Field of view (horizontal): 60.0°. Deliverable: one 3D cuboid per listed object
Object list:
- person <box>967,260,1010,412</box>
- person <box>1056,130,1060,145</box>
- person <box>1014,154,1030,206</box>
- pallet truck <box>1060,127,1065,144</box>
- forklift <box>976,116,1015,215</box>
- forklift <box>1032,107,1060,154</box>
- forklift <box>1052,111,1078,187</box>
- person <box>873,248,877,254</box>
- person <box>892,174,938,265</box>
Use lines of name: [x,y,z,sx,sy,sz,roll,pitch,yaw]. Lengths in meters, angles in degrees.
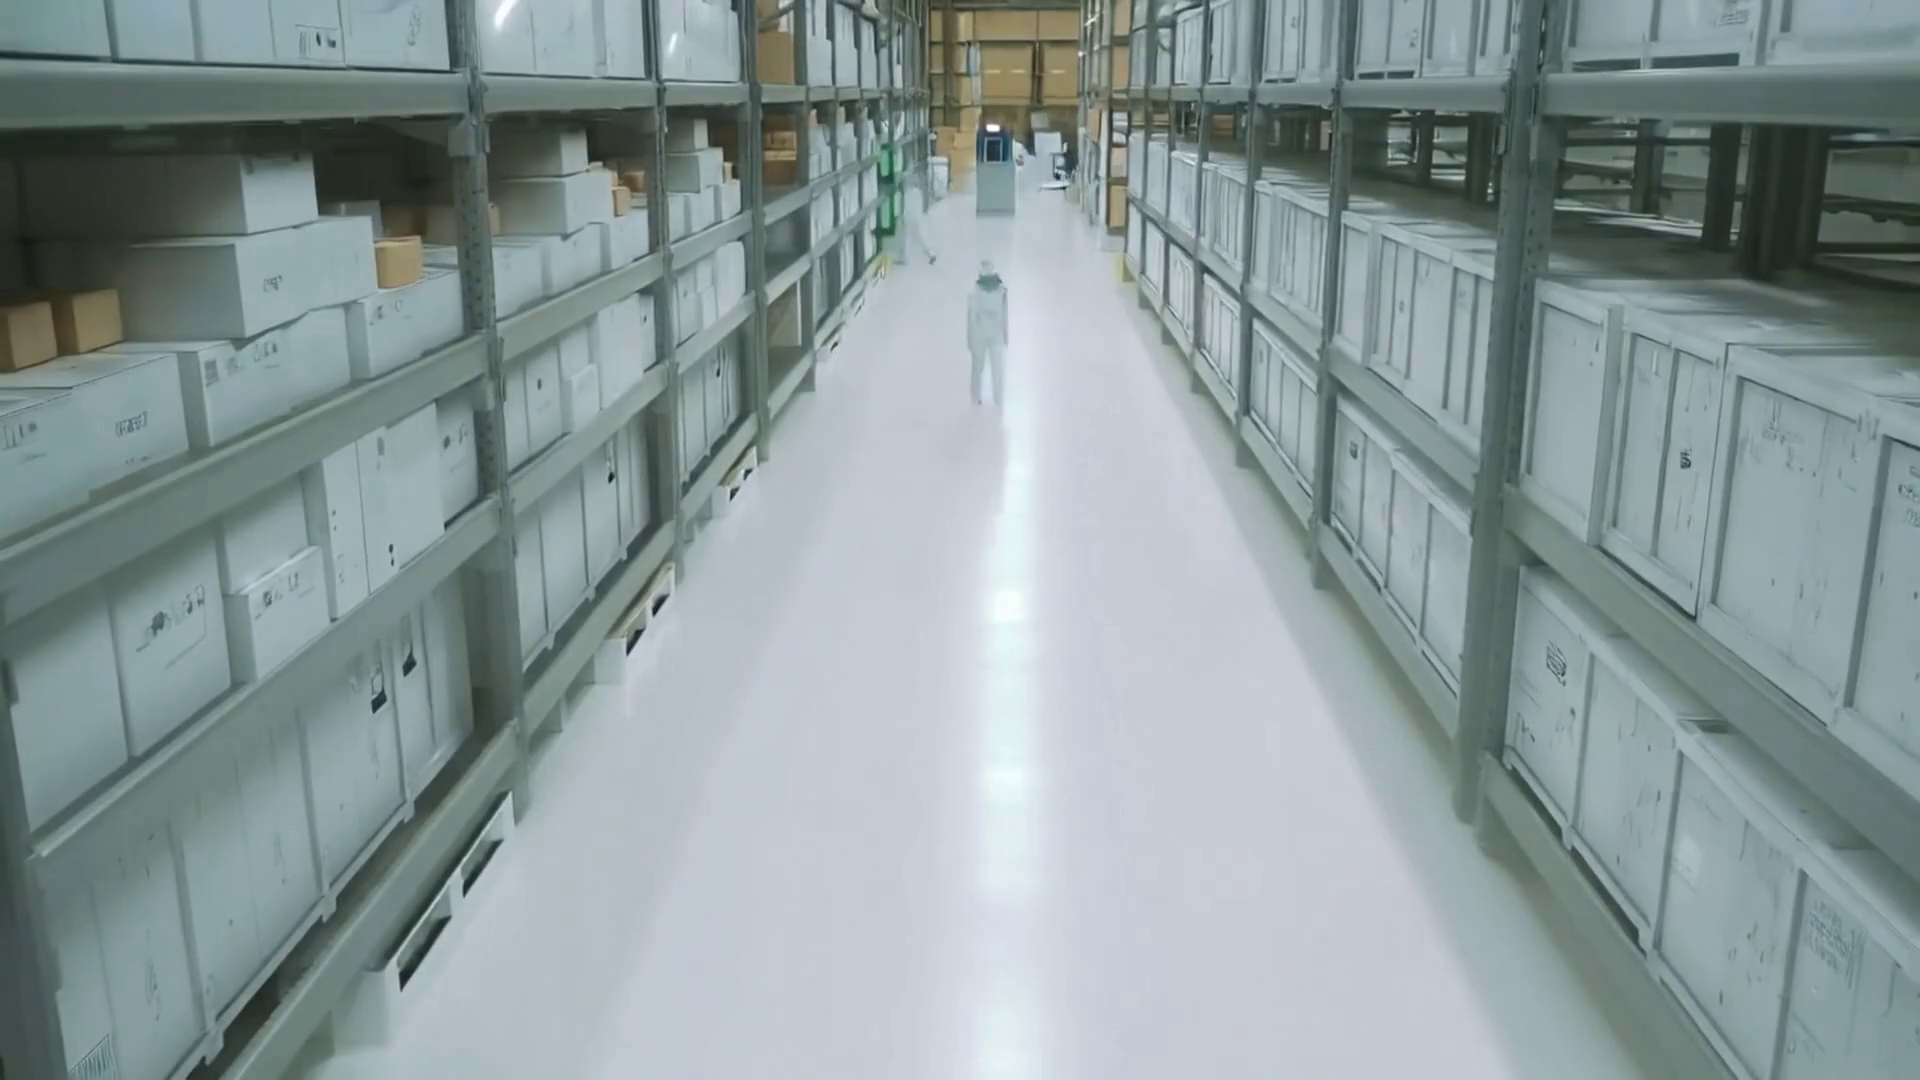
person: [0.315,-2.286,18.565,0.521,1.691,0.925,-3,15,-10]
person: [5.042,-20.406,86.085,0.312,1.634,0.514,5,16,17]
person: [1.867,-11.374,52.535,0.516,1.606,0.808,-10,18,-34]
pallet truck: [5.788,-21.111,88.014,1.885,1.965,0.823,5,16,18]
forklift: [1.043,-10.995,48.698,1.129,2.768,1.873,0,15,1]
forklift: [3.952,-19.374,79.877,1.129,2.768,1.873,-7,17,-24]
forklift: [4.523,-14.594,62.091,1.873,2.768,1.129,7,17,26]
person: [-1.945,-6.501,33.609,0.709,2.025,0.612,3,15,10]
person: [-0.921,-6.585,34.211,0.941,1.869,0.654,1,15,5]
